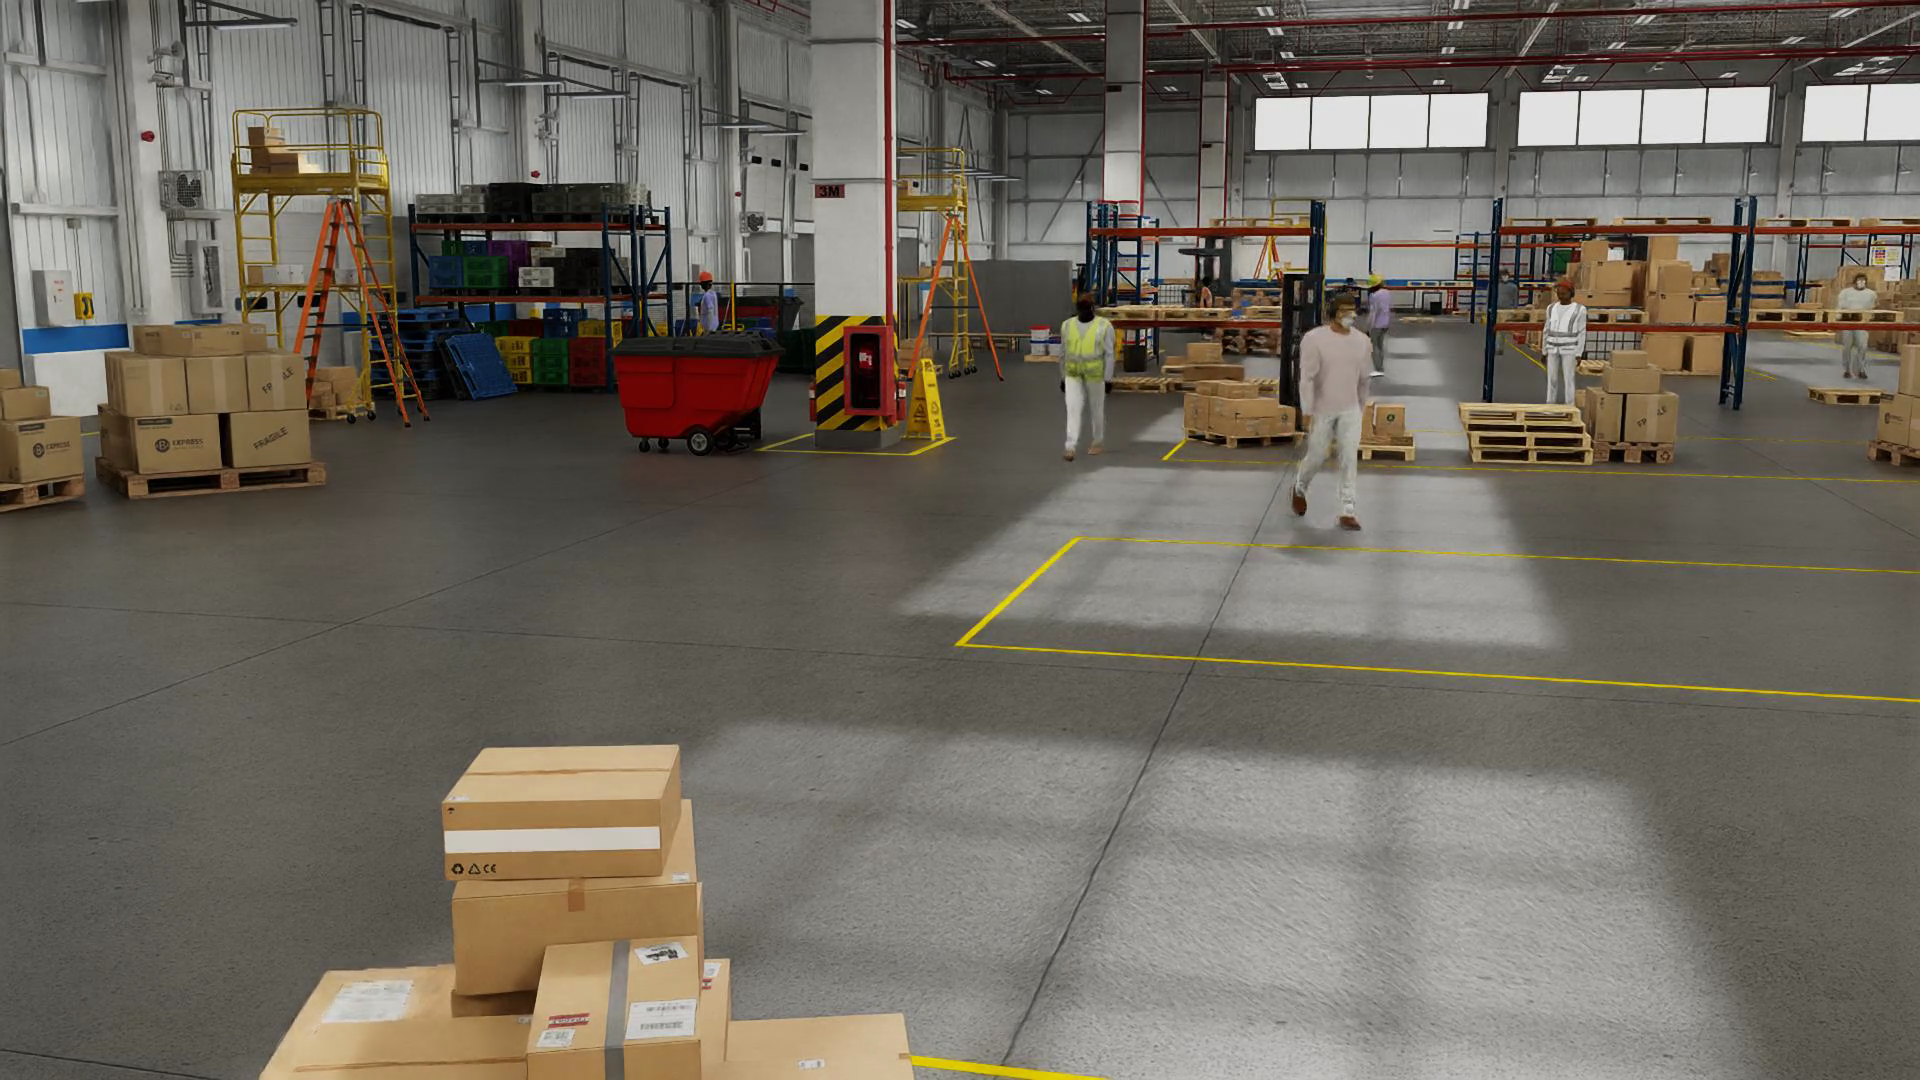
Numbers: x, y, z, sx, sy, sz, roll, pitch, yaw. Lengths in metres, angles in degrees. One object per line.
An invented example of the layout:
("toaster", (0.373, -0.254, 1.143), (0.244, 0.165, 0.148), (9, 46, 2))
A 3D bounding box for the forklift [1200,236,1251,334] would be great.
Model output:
("forklift", (7.299, -7.241, 47.041), (1.873, 2.768, 1.129), (-6, 11, -30))

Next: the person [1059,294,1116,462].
("person", (1.377, -1.762, 18.038), (0.645, 1.802, 0.974), (3, 10, 18))

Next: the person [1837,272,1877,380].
("person", (16.062, -3.823, 29.797), (0.641, 1.900, 0.934), (3, 10, 16))

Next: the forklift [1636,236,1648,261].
("forklift", (21.007, -7.905, 50.949), (1.873, 2.768, 1.129), (9, 13, 42))

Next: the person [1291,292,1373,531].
("person", (3.009, -1.059, 13.507), (0.637, 1.913, 0.844), (-2, 10, -10))

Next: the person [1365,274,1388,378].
("person", (7.595, -3.887, 30.264), (0.381, 1.877, 0.693), (7, 12, 37))

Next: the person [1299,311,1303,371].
("person", (6.698, -4.090, 31.858), (0.487, 1.737, 0.323), (-9, 13, -42))

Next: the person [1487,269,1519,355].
("person", (12.088, -5.049, 36.959), (0.655, 1.914, 0.803), (1, 10, 6))

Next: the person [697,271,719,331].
("person", (-4.478, -3.788, 29.499), (0.376, 1.929, 0.551), (0, 10, -2))

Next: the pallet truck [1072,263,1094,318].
("pallet truck", (4.325, -8.180, 55.162), (0.823, 1.965, 1.885), (6, 11, 31))

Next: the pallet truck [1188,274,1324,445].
("pallet truck", (3.653, -2.138, 19.590), (1.885, 1.965, 0.823), (-4, 10, -20))

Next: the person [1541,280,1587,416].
("person", (7.894, -2.458, 21.806), (0.355, 1.884, 0.574), (-9, 13, -42))

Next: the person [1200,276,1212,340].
("person", (6.498, -6.113, 43.877), (0.318, 1.697, 0.535), (2, 10, 14))
